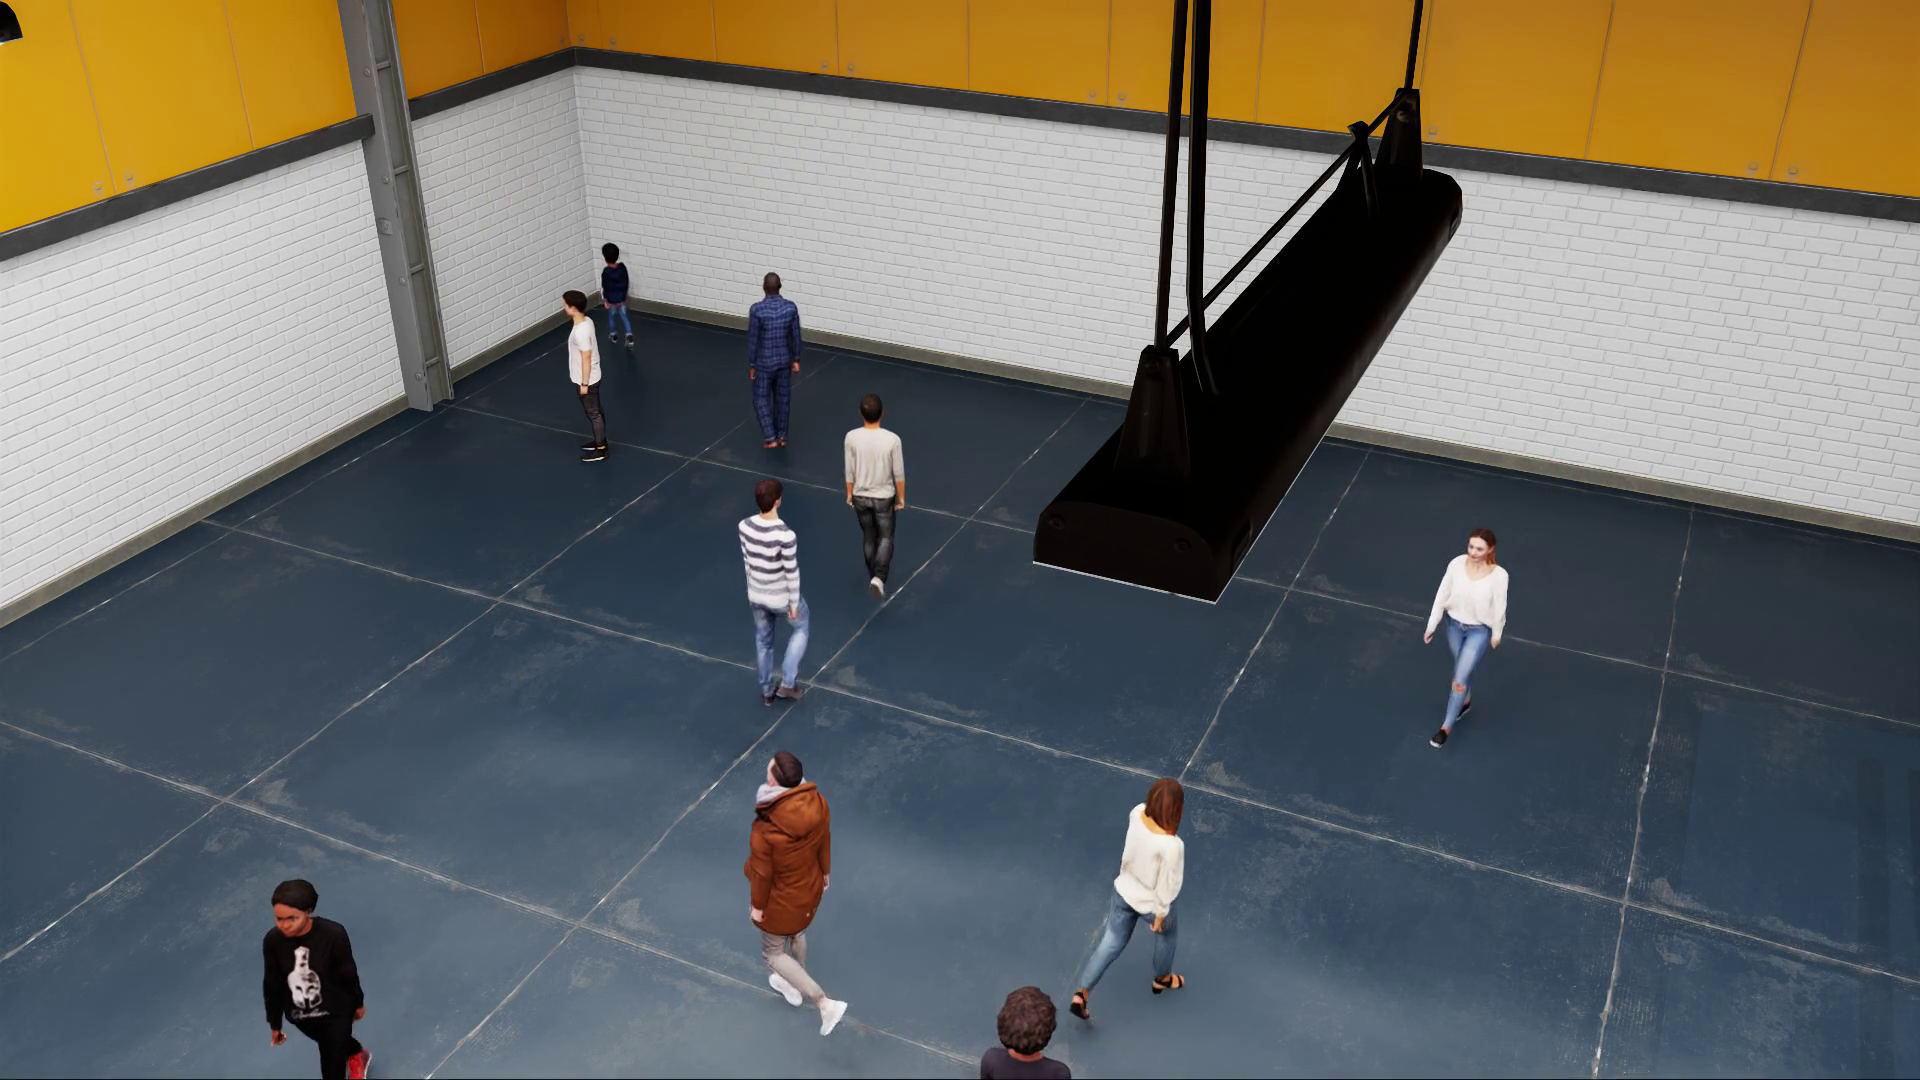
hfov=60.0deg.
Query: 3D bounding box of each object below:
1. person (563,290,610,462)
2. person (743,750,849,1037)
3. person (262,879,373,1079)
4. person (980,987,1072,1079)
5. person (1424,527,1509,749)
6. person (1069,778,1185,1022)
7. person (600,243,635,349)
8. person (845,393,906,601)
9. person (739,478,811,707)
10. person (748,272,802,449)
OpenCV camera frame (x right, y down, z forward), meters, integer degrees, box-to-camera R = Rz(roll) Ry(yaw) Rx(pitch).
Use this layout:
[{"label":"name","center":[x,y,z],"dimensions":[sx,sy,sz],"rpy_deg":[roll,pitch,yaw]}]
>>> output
[{"label":"person","center":[-3.595,-1.602,16.040],"dimensions":[0.765,1.720,0.654],"rpy_deg":[-4,29,-7]},{"label":"person","center":[-0.910,2.005,9.321],"dimensions":[0.896,1.822,0.975],"rpy_deg":[22,35,34]},{"label":"person","center":[-3.349,2.421,8.759],"dimensions":[0.950,1.630,1.188],"rpy_deg":[-1,29,-2]},{"label":"person","center":[0.291,2.851,7.803],"dimensions":[0.641,1.791,0.630],"rpy_deg":[5,29,9]},{"label":"person","center":[3.705,0.626,12.022],"dimensions":[0.818,1.657,1.048],"rpy_deg":[25,37,38]},{"label":"person","center":[0.976,2.056,9.415],"dimensions":[1.151,1.643,0.959],"rpy_deg":[-18,34,-30]},{"label":"person","center":[-3.829,-2.727,18.635],"dimensions":[0.827,1.211,0.838],"rpy_deg":[-15,32,-25]},{"label":"person","center":[-0.709,-0.322,13.614],"dimensions":[0.824,1.796,1.004],"rpy_deg":[3,29,5]},{"label":"person","center":[-1.417,0.438,12.176],"dimensions":[0.658,1.840,0.650],"rpy_deg":[11,31,20]},{"label":"person","center":[-1.809,-1.713,16.140],"dimensions":[0.851,1.820,0.915],"rpy_deg":[-11,30,-19]}]
